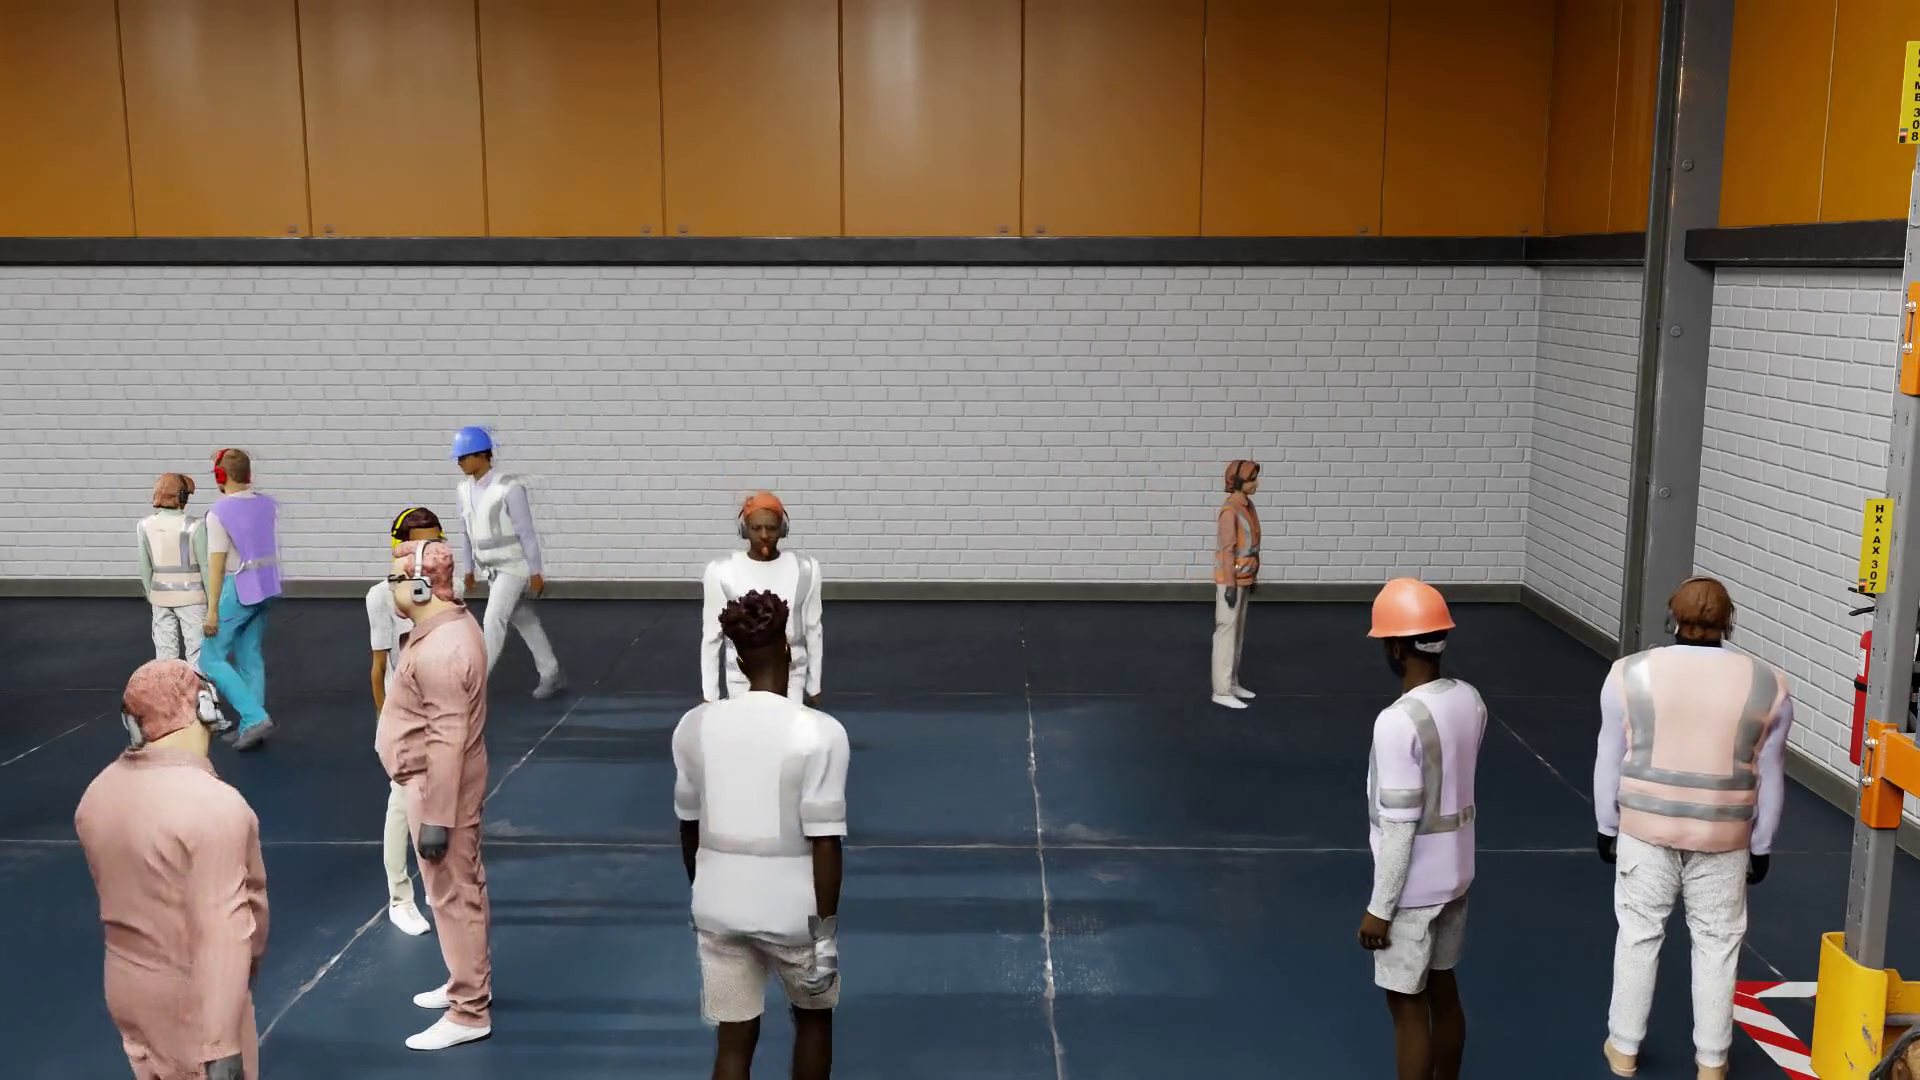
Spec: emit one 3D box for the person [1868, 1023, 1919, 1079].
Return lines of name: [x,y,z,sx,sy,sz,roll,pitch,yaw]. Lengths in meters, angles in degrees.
person: [1.427,1.589,2.546,0.514,1.842,0.328,3,10,19]

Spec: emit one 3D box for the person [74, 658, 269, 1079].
person: [-2.037,1.261,4.443,0.790,1.870,0.459,7,12,37]

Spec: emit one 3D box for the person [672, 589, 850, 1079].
person: [-0.613,1.124,5.079,0.622,1.919,0.659,3,10,18]

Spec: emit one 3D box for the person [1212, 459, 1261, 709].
person: [1.827,0.280,11.003,0.312,1.638,0.521,4,10,23]

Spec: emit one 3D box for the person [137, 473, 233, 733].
person: [-4.818,0.398,10.295,0.510,1.639,0.308,2,10,11]

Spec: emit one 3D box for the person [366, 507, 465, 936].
person: [-2.352,0.775,7.342,0.333,1.872,0.515,6,11,33]

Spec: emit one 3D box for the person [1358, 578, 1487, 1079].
person: [1.443,1.079,5.345,0.385,1.928,0.547,9,13,42]

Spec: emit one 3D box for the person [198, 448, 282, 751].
person: [-4.297,0.364,9.931,0.440,1.824,0.615,2,10,12]

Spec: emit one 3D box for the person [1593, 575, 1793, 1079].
person: [2.573,1.034,5.915,0.619,1.835,0.429,4,10,21]

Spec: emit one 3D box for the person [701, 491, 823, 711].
person: [-0.953,0.673,8.006,0.584,1.862,0.822,-2,10,-14]

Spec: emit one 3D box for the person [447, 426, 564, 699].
person: [-3.028,0.182,10.879,0.618,1.870,1.072,8,12,40]

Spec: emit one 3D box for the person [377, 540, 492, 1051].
person: [-1.963,0.948,6.232,0.402,1.912,0.663,-2,10,-11]
